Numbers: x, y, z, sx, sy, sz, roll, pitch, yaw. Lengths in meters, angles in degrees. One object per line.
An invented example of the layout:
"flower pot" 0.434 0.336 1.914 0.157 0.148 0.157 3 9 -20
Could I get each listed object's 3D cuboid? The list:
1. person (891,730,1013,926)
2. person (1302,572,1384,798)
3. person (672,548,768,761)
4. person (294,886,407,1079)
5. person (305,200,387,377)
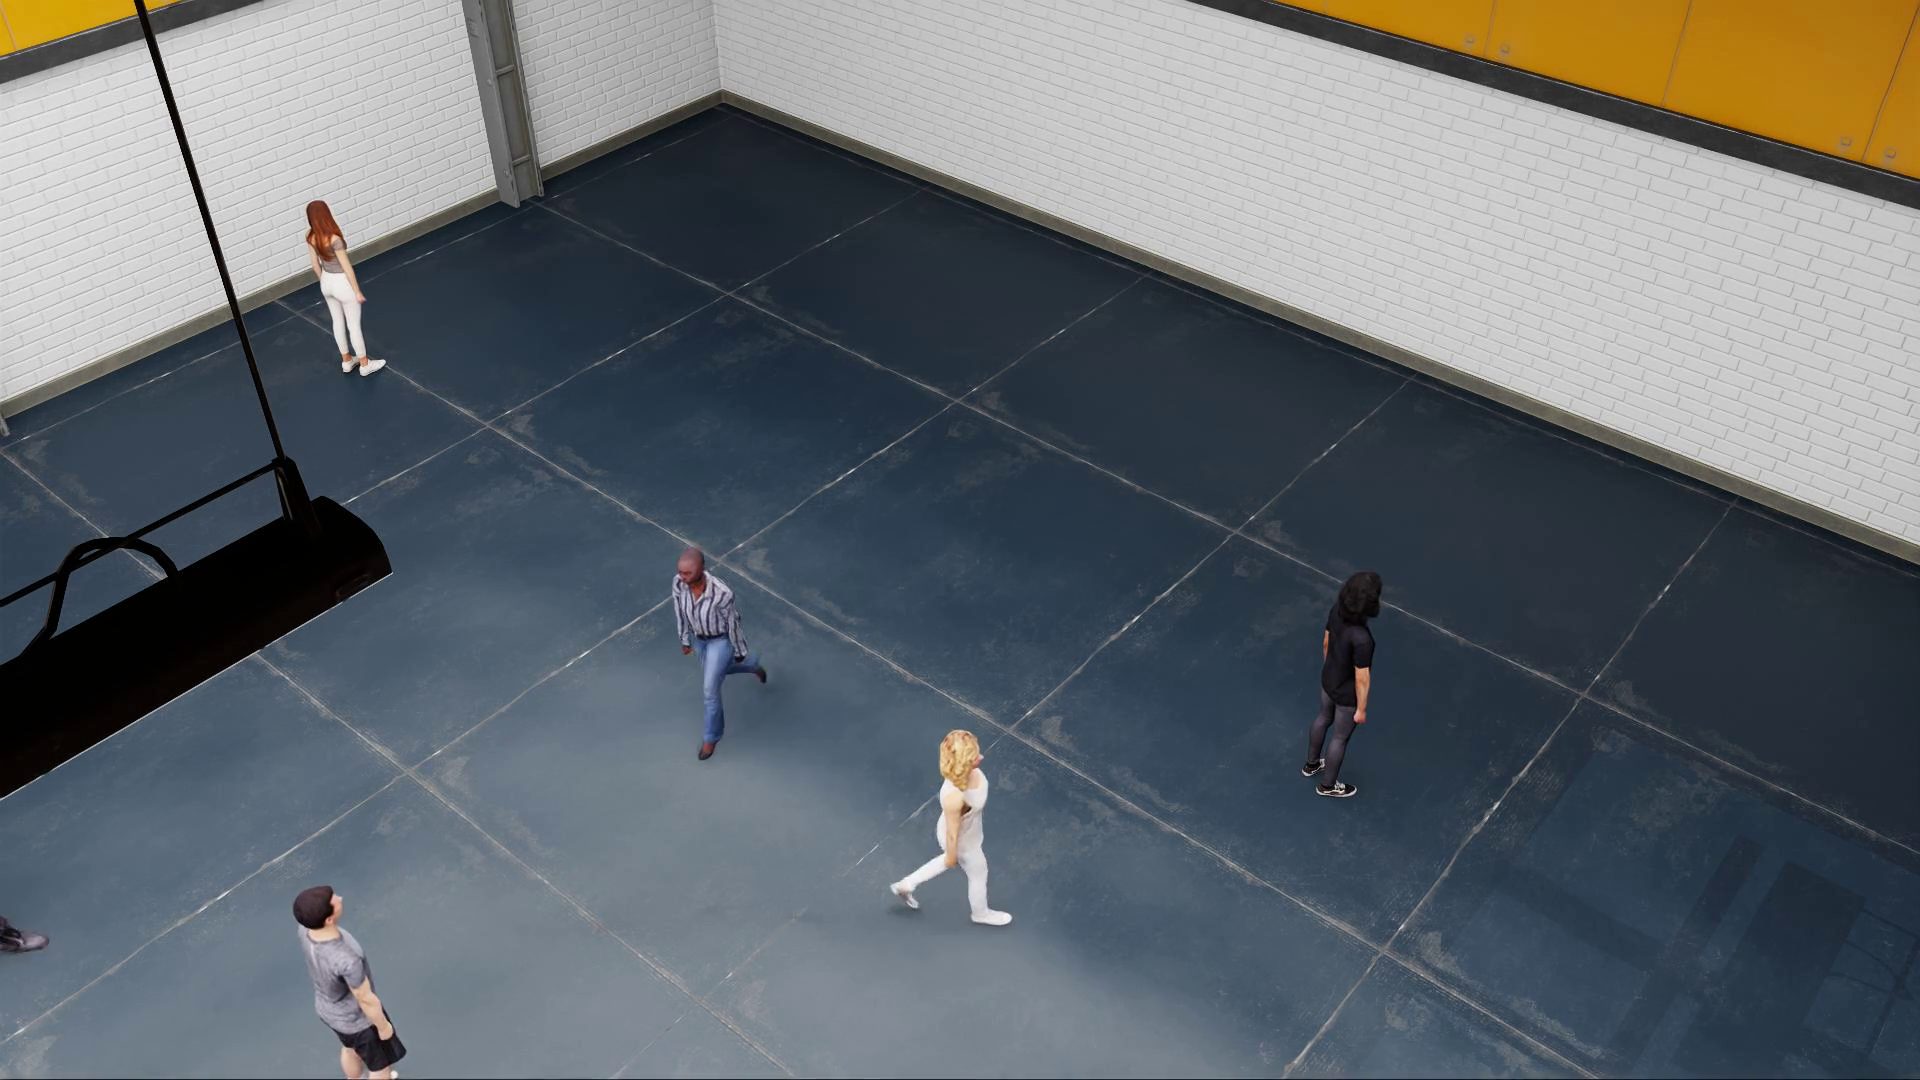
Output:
"person" -0.078 1.745 10.094 1.023 1.650 1.018 1 39 1
"person" 2.523 0.937 10.958 0.712 1.834 0.712 -11 40 -13
"person" -1.618 0.662 11.371 0.809 1.749 1.162 17 42 20
"person" -3.301 2.518 8.954 0.642 1.864 0.517 28 47 31
"person" -5.639 -2.284 15.079 0.642 1.724 0.604 17 42 20
